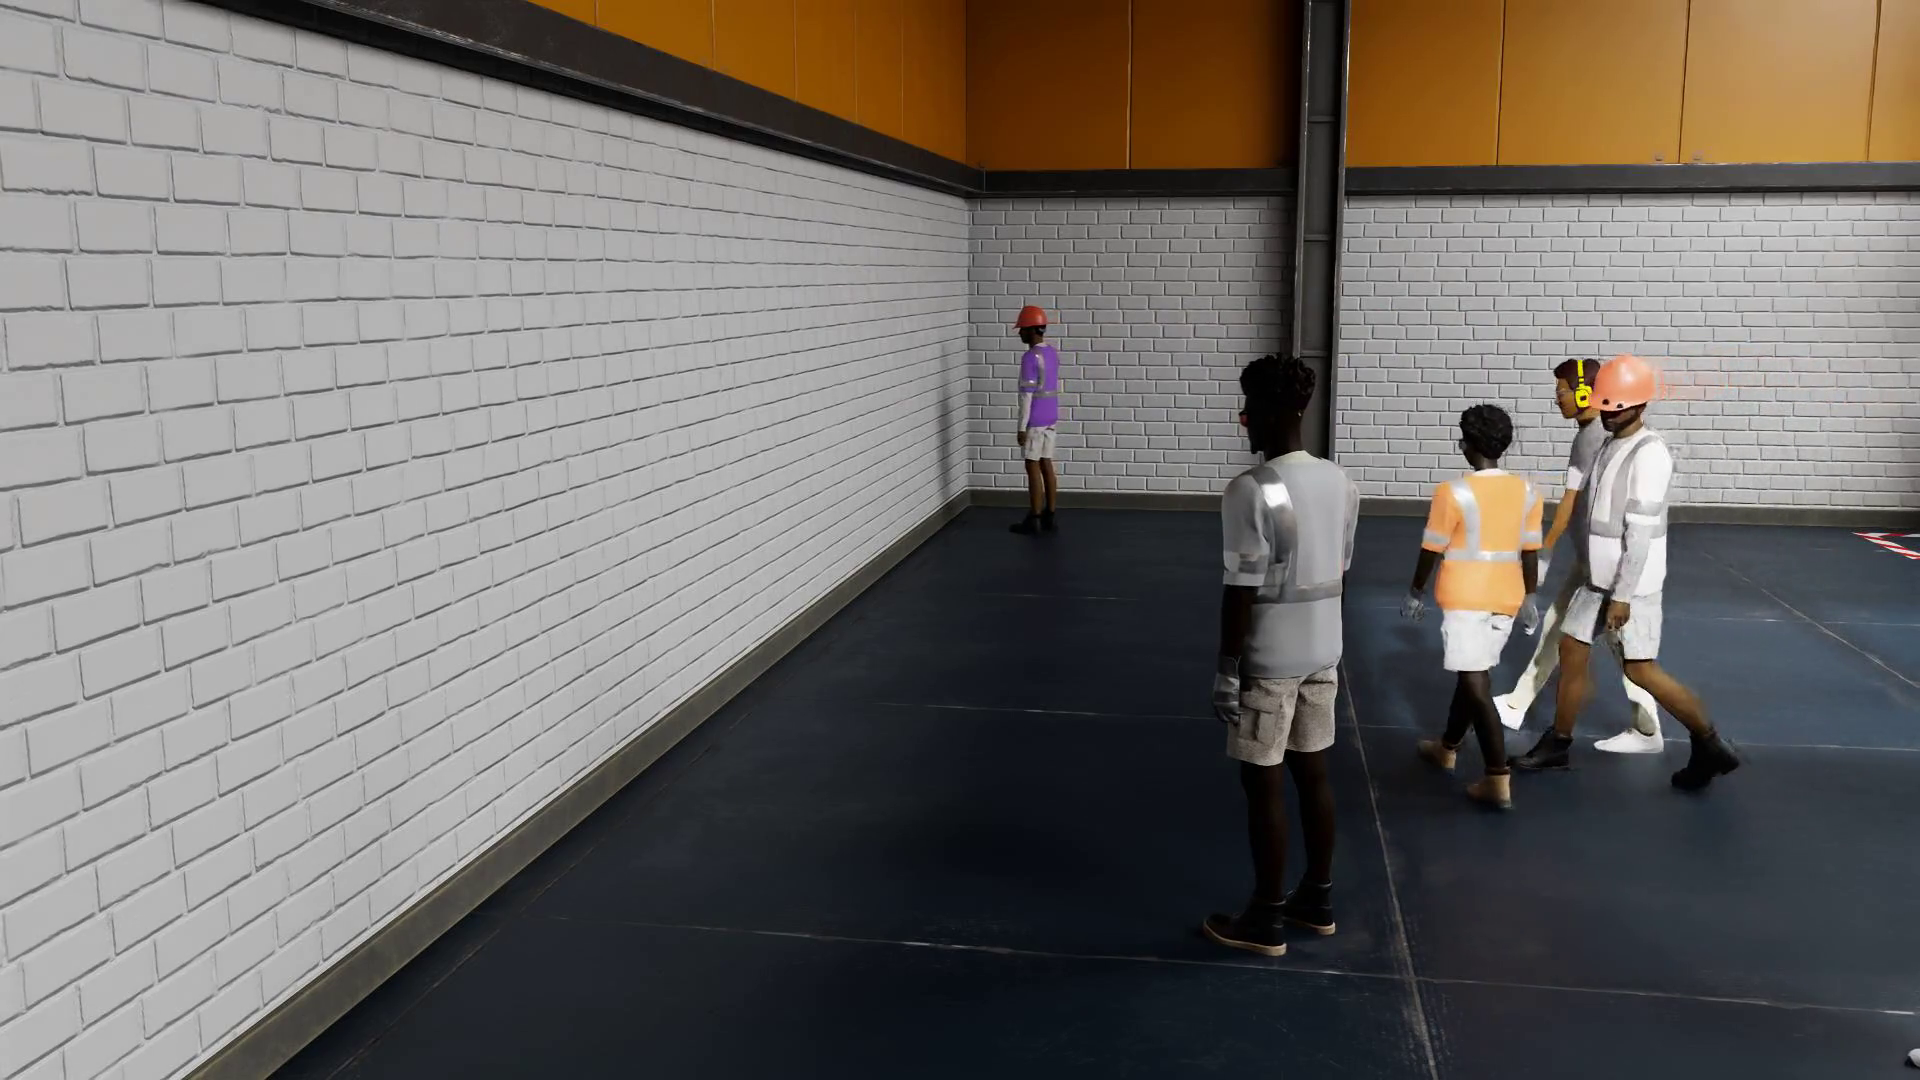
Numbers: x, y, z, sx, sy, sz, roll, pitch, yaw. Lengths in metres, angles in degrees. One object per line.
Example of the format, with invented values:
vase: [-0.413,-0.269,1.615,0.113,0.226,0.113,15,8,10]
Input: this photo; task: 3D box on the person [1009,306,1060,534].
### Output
person: [0.628,-1.014,14.120,0.384,1.934,0.546,5,11,29]

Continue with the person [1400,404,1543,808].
person: [2.172,0.258,7.039,0.545,1.660,0.772,-4,10,-23]

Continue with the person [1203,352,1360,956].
person: [1.051,0.370,5.461,0.607,1.958,0.379,-8,12,-42]

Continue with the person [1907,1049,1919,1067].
person: [2.836,0.700,4.401,0.270,1.632,0.504,-3,10,-17]

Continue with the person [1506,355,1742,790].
person: [2.901,0.147,7.103,0.877,1.894,0.554,0,9,0]

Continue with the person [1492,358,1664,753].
person: [2.858,0.072,7.743,0.967,1.812,0.550,5,11,30]
